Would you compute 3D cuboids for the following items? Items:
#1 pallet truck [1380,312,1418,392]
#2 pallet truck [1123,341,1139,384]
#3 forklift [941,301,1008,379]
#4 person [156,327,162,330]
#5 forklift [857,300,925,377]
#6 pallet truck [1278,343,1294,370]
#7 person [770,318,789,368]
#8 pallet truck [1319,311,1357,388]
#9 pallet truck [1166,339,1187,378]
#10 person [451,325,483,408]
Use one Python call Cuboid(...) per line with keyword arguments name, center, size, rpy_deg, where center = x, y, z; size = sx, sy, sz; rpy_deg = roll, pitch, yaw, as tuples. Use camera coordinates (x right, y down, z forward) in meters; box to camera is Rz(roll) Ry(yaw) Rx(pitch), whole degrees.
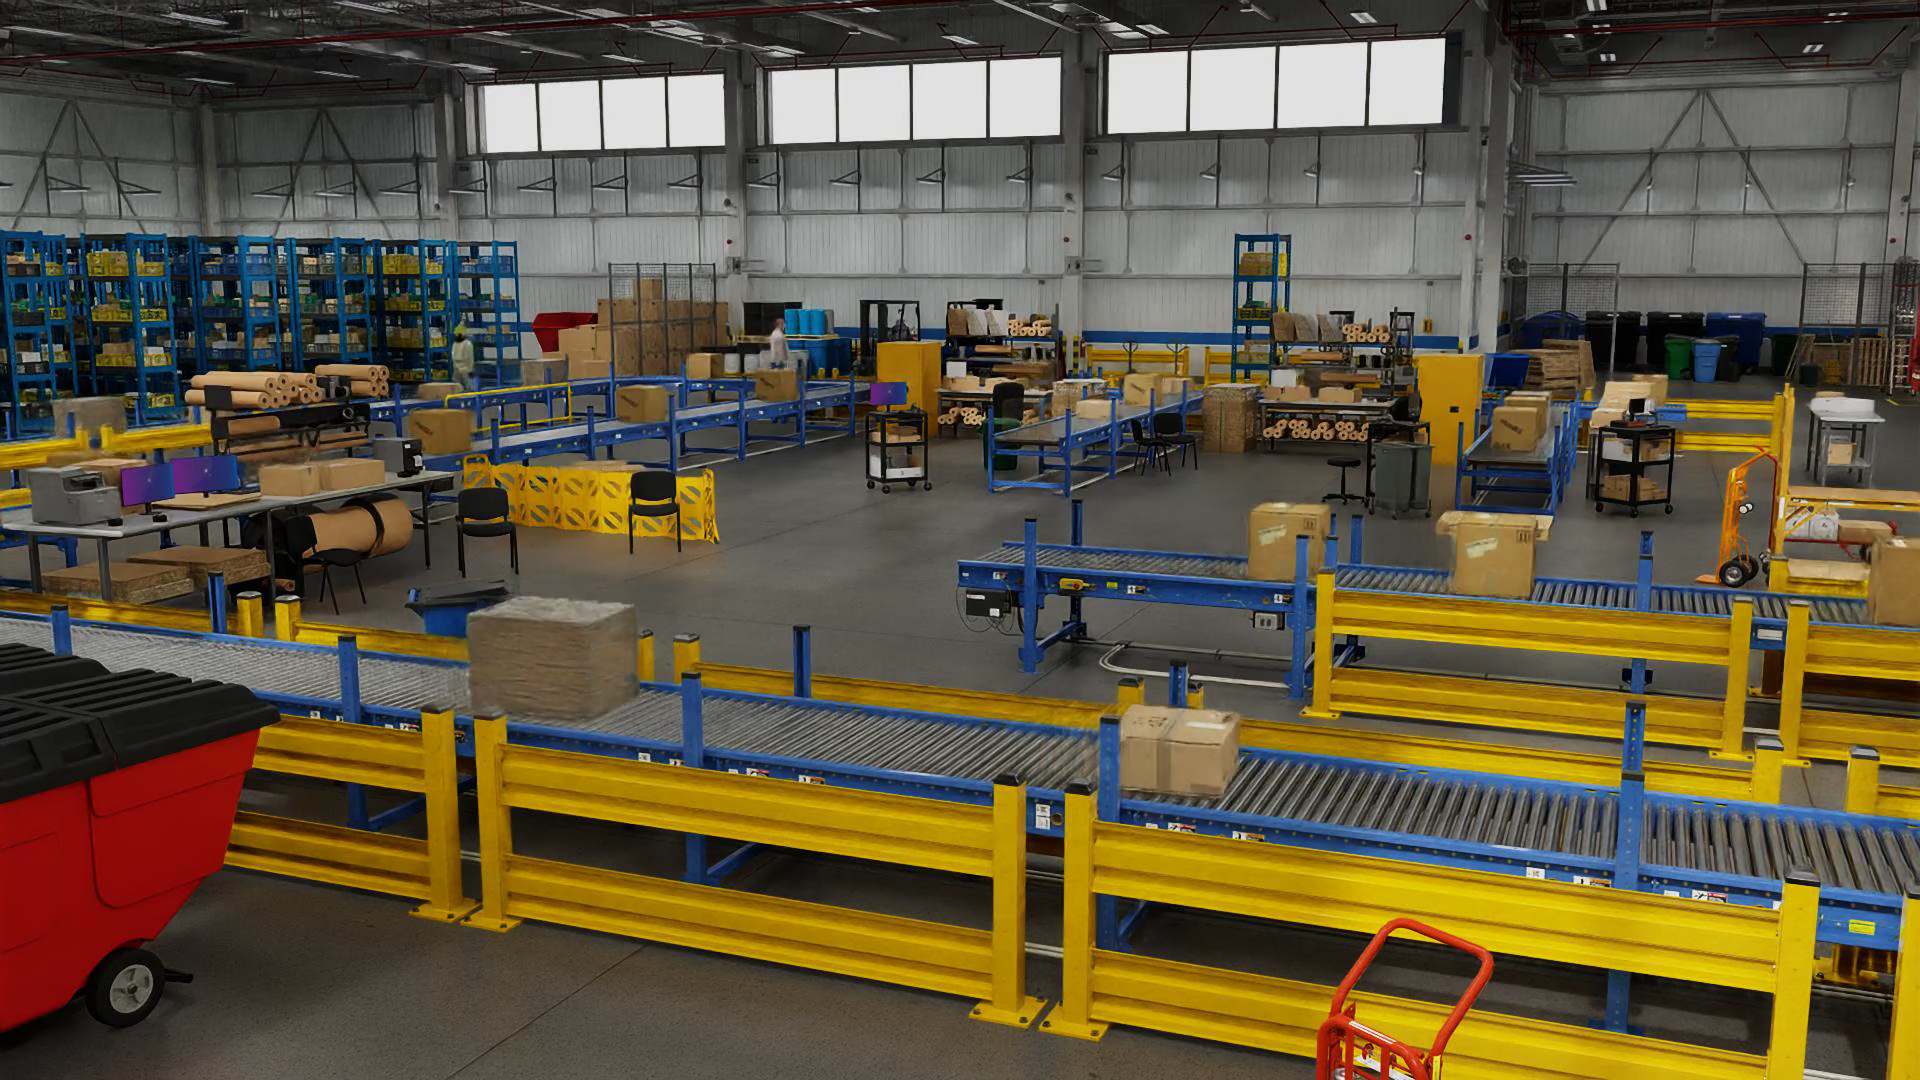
Cuboid(name="pallet truck", center=(10.207, -4.283, 38.369), size=(0.823, 1.965, 1.885), rpy_deg=(3, 10, 20))
Cuboid(name="pallet truck", center=(4.445, -4.380, 41.279), size=(0.680, 1.201, 1.601), rpy_deg=(4, 10, 22))
Cuboid(name="forklift", center=(0.365, -4.966, 41.571), size=(1.157, 1.987, 2.680), rpy_deg=(3, 10, 20))
Cuboid(name="person", center=(-17.867, -3.996, 37.139), size=(0.578, 1.830, 0.408), rpy_deg=(-7, 11, -34))
Cuboid(name="forklift", center=(-1.732, -5.109, 42.468), size=(1.157, 1.987, 2.680), rpy_deg=(4, 10, 22))
Cuboid(name="pallet truck", center=(7.886, -4.163, 39.743), size=(0.653, 1.274, 1.630), rpy_deg=(4, 10, 22))
Cuboid(name="person", center=(-3.970, -3.920, 36.504), size=(0.465, 1.892, 0.645), rpy_deg=(-3, 10, -18))
Cuboid(name="pallet truck", center=(9.071, -4.419, 39.190), size=(0.823, 1.965, 1.885), rpy_deg=(5, 10, 26))
Cuboid(name="pallet truck", center=(5.418, -4.269, 40.420), size=(0.704, 1.261, 1.522), rpy_deg=(3, 10, 20))
Cuboid(name="person", center=(-10.341, -3.591, 34.789), size=(0.604, 1.808, 0.823), rpy_deg=(6, 11, 32))
